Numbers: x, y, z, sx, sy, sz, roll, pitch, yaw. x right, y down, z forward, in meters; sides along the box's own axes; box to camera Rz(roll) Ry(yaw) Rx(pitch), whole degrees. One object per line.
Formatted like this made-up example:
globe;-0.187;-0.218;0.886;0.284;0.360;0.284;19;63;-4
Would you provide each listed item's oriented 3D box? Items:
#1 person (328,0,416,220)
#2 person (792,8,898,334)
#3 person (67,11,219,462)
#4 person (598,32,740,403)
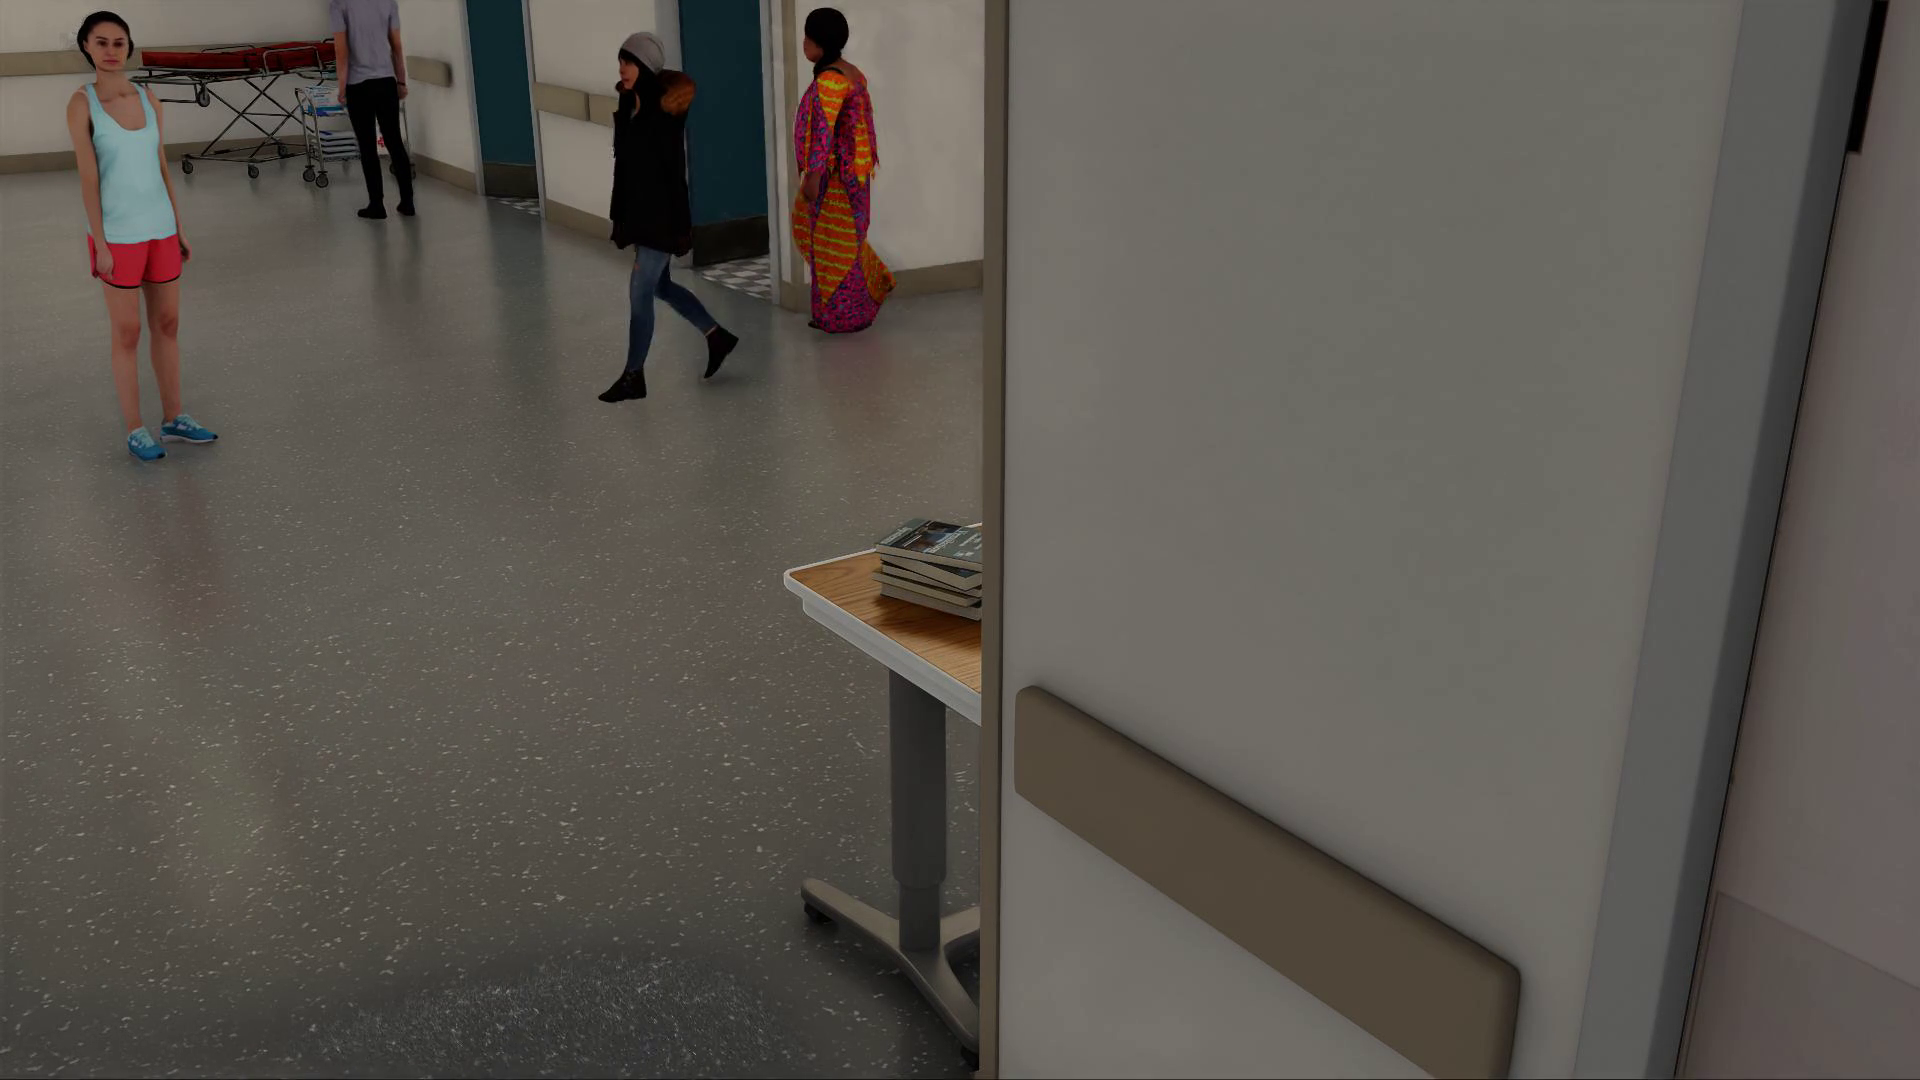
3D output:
person;-4.255;-3.280;12.031;0.698;1.862;0.573;-18;27;-39
person;-0.585;-1.927;8.726;0.938;1.657;0.890;1;21;2
person;-3.332;-1.216;6.721;0.680;1.763;0.663;11;23;27
person;-1.336;-1.453;7.566;0.782;1.607;0.995;-17;27;-38
